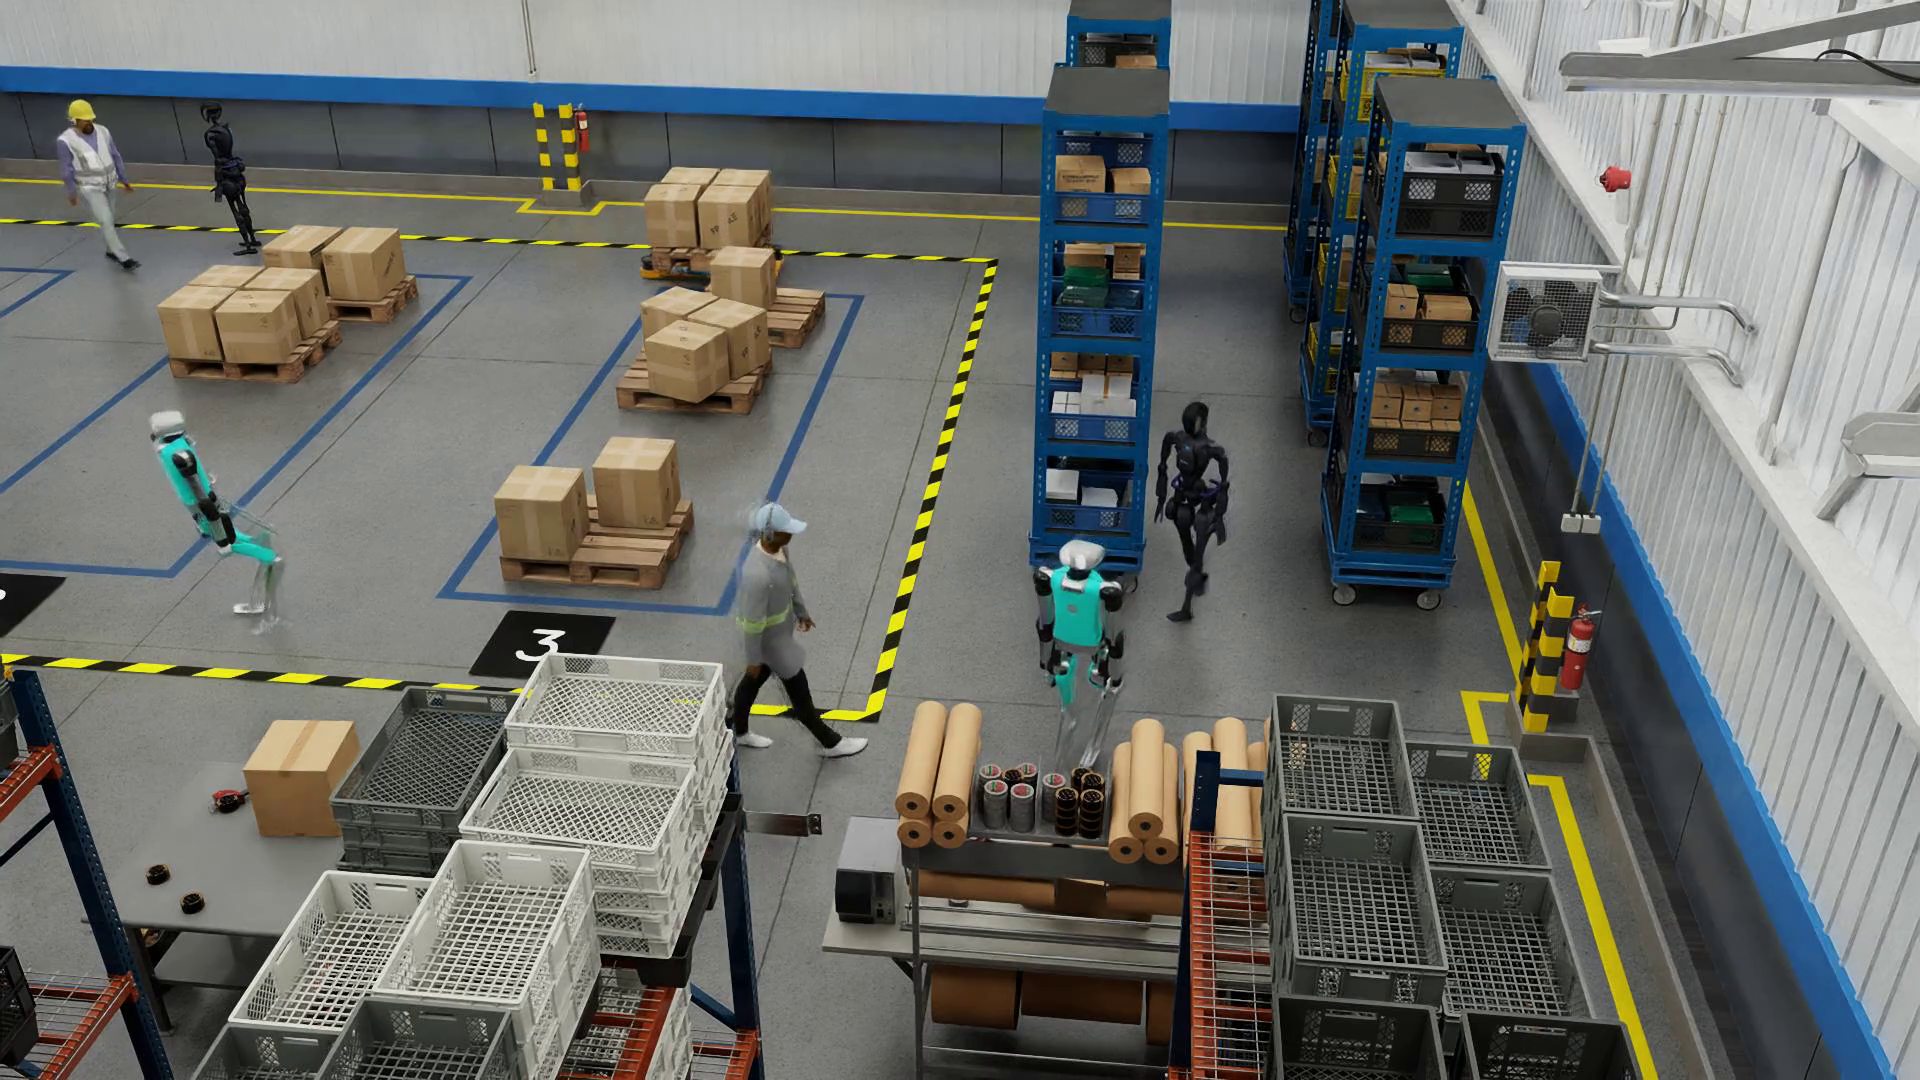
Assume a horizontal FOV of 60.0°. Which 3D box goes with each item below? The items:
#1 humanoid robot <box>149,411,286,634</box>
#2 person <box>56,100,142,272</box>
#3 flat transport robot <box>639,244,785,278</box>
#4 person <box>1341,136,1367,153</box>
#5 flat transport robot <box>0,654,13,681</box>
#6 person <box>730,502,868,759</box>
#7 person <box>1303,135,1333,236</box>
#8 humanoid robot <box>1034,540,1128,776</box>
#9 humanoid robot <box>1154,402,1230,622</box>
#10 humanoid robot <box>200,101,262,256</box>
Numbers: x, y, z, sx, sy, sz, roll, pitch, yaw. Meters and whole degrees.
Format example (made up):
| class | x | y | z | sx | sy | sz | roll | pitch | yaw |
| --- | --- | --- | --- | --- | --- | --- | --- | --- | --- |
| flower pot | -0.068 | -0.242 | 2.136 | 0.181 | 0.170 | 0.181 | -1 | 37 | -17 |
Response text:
| class | x | y | z | sx | sy | sz | roll | pitch | yaw |
| --- | --- | --- | --- | --- | --- | --- | --- | --- | --- |
| humanoid robot | -5.015 | -0.156 | 11.468 | 0.781 | 1.747 | 0.586 | -24 | 38 | -35 |
| person | -9.033 | -3.740 | 17.581 | 0.825 | 1.795 | 0.616 | 15 | 34 | 24 |
| flat transport robot | -2.646 | -2.991 | 17.783 | 1.431 | 0.197 | 0.652 | 3 | 30 | 6 |
| person | 4.224 | -3.952 | 17.902 | 0.389 | 1.837 | 0.562 | 11 | 32 | 18 |
| flat transport robot | -7.142 | 0.969 | 11.010 | 1.431 | 0.231 | 0.659 | 3 | 30 | 6 |
| person | -1.064 | 0.562 | 10.177 | 0.951 | 1.797 | 0.617 | 2 | 30 | 4 |
| person | 3.812 | -3.732 | 17.619 | 0.302 | 1.741 | 0.484 | -19 | 35 | -30 |
| humanoid robot | 0.791 | 0.704 | 10.043 | 0.534 | 1.813 | 0.788 | 13 | 33 | 21 |
| humanoid robot | 1.629 | -0.234 | 11.719 | 0.584 | 1.624 | 0.760 | 19 | 35 | 29 |
| humanoid robot | -7.913 | -3.919 | 17.991 | 0.315 | 1.655 | 0.599 | -3 | 30 | -4 |
